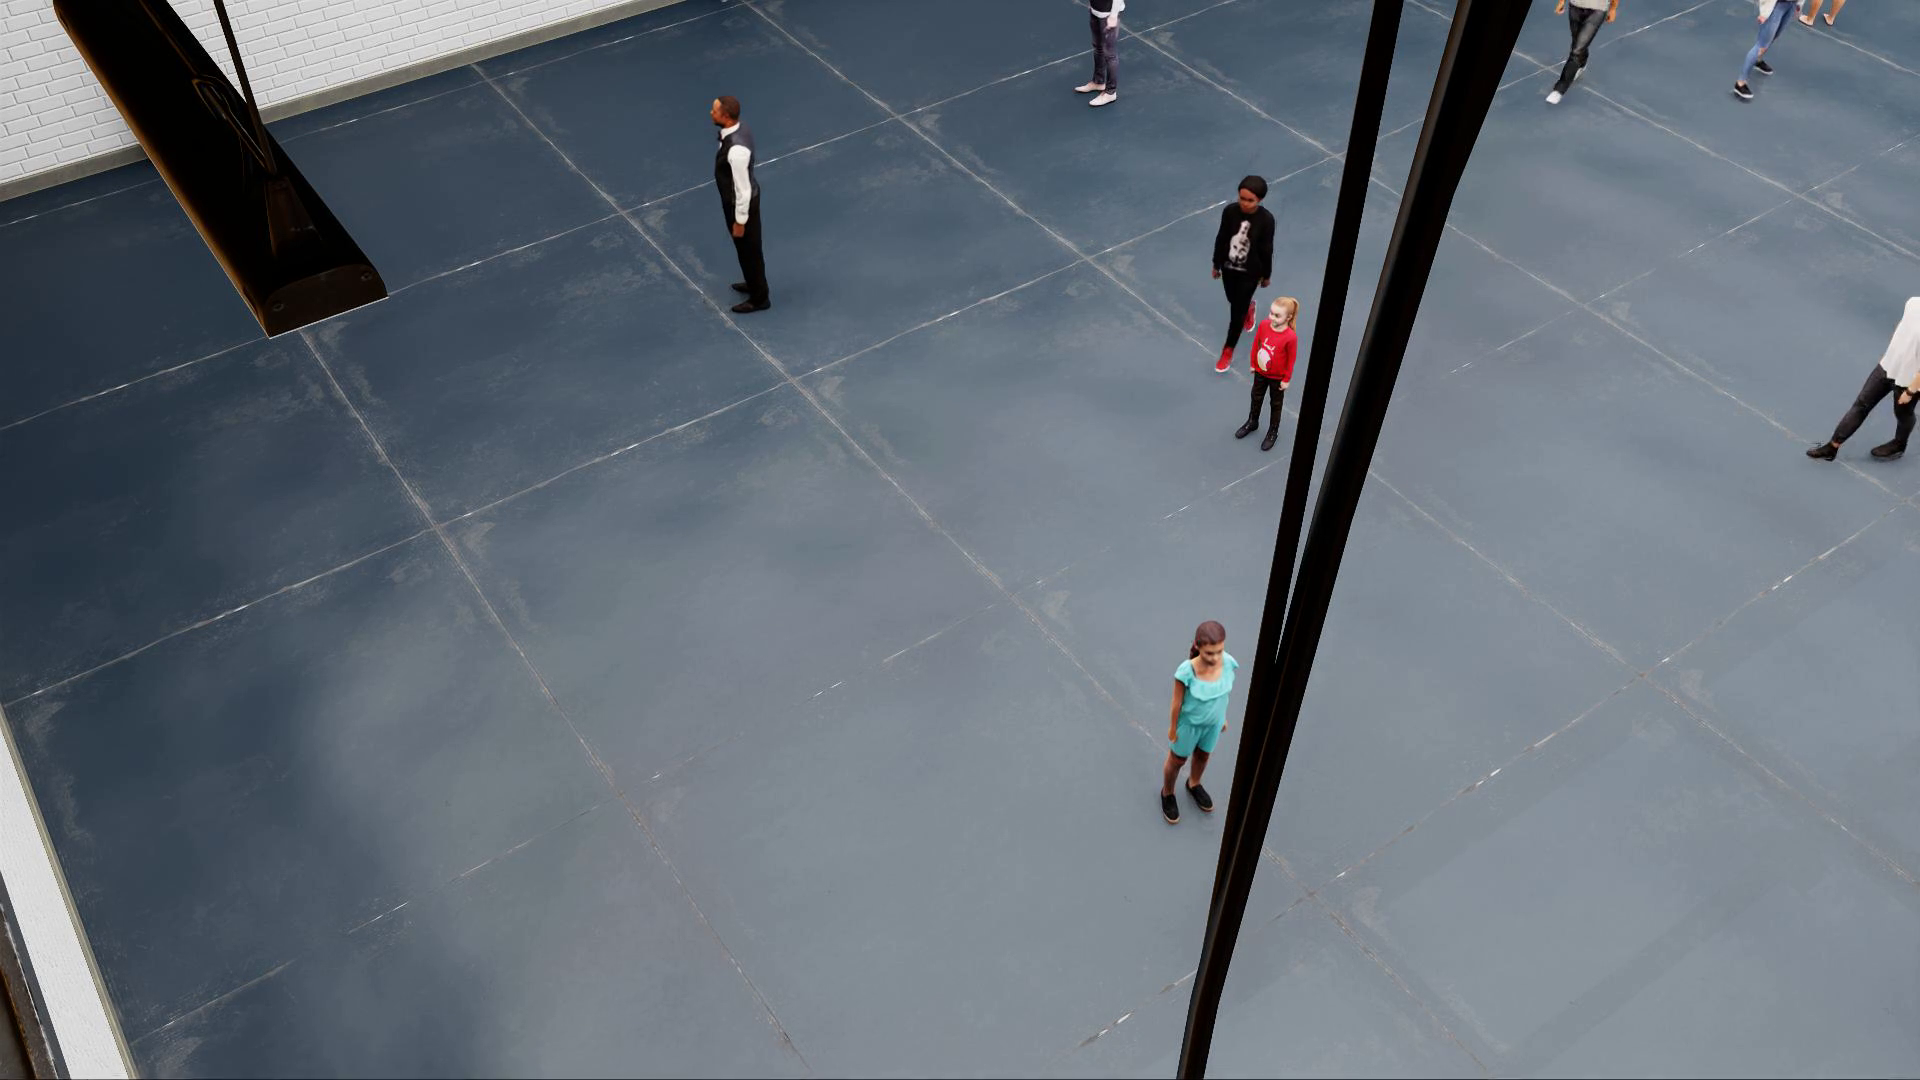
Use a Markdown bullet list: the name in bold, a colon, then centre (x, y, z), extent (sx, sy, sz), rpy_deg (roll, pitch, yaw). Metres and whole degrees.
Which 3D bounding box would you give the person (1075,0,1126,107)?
- **person**: centre (1.400, -5.088, 15.988), extent (0.674, 1.824, 0.739), rpy_deg (-16, 46, -16)

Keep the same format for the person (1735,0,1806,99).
- **person**: centre (7.966, -5.174, 16.198), extent (0.651, 1.658, 0.899), rpy_deg (-24, 49, -23)

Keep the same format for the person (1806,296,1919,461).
- **person**: centre (6.904, -1.219, 12.033), extent (1.157, 1.678, 0.895), rpy_deg (-10, 45, -10)

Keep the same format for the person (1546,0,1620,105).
- **person**: centre (6.134, -5.199, 16.151), extent (0.874, 1.759, 1.241), rpy_deg (30, 51, 28)

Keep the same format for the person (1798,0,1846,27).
- **person**: centre (9.155, -6.111, 17.221), extent (0.647, 1.604, 0.727), rpy_deg (-1, 44, -1)

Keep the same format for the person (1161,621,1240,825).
- **person**: centre (1.395, 1.042, 9.746), extent (0.552, 1.558, 0.666), rpy_deg (-13, 45, -13)

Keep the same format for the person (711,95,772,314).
- **person**: centre (-1.757, -2.714, 13.429), extent (0.772, 1.916, 0.785), rpy_deg (-4, 44, -4)

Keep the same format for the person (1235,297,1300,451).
- **person**: centre (2.318, -1.258, 12.362), extent (0.548, 1.281, 0.557), rpy_deg (29, 51, 27)

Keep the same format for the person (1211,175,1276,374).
- **person**: centre (2.235, -2.168, 13.050), extent (0.910, 1.649, 1.139), rpy_deg (21, 47, 20)
